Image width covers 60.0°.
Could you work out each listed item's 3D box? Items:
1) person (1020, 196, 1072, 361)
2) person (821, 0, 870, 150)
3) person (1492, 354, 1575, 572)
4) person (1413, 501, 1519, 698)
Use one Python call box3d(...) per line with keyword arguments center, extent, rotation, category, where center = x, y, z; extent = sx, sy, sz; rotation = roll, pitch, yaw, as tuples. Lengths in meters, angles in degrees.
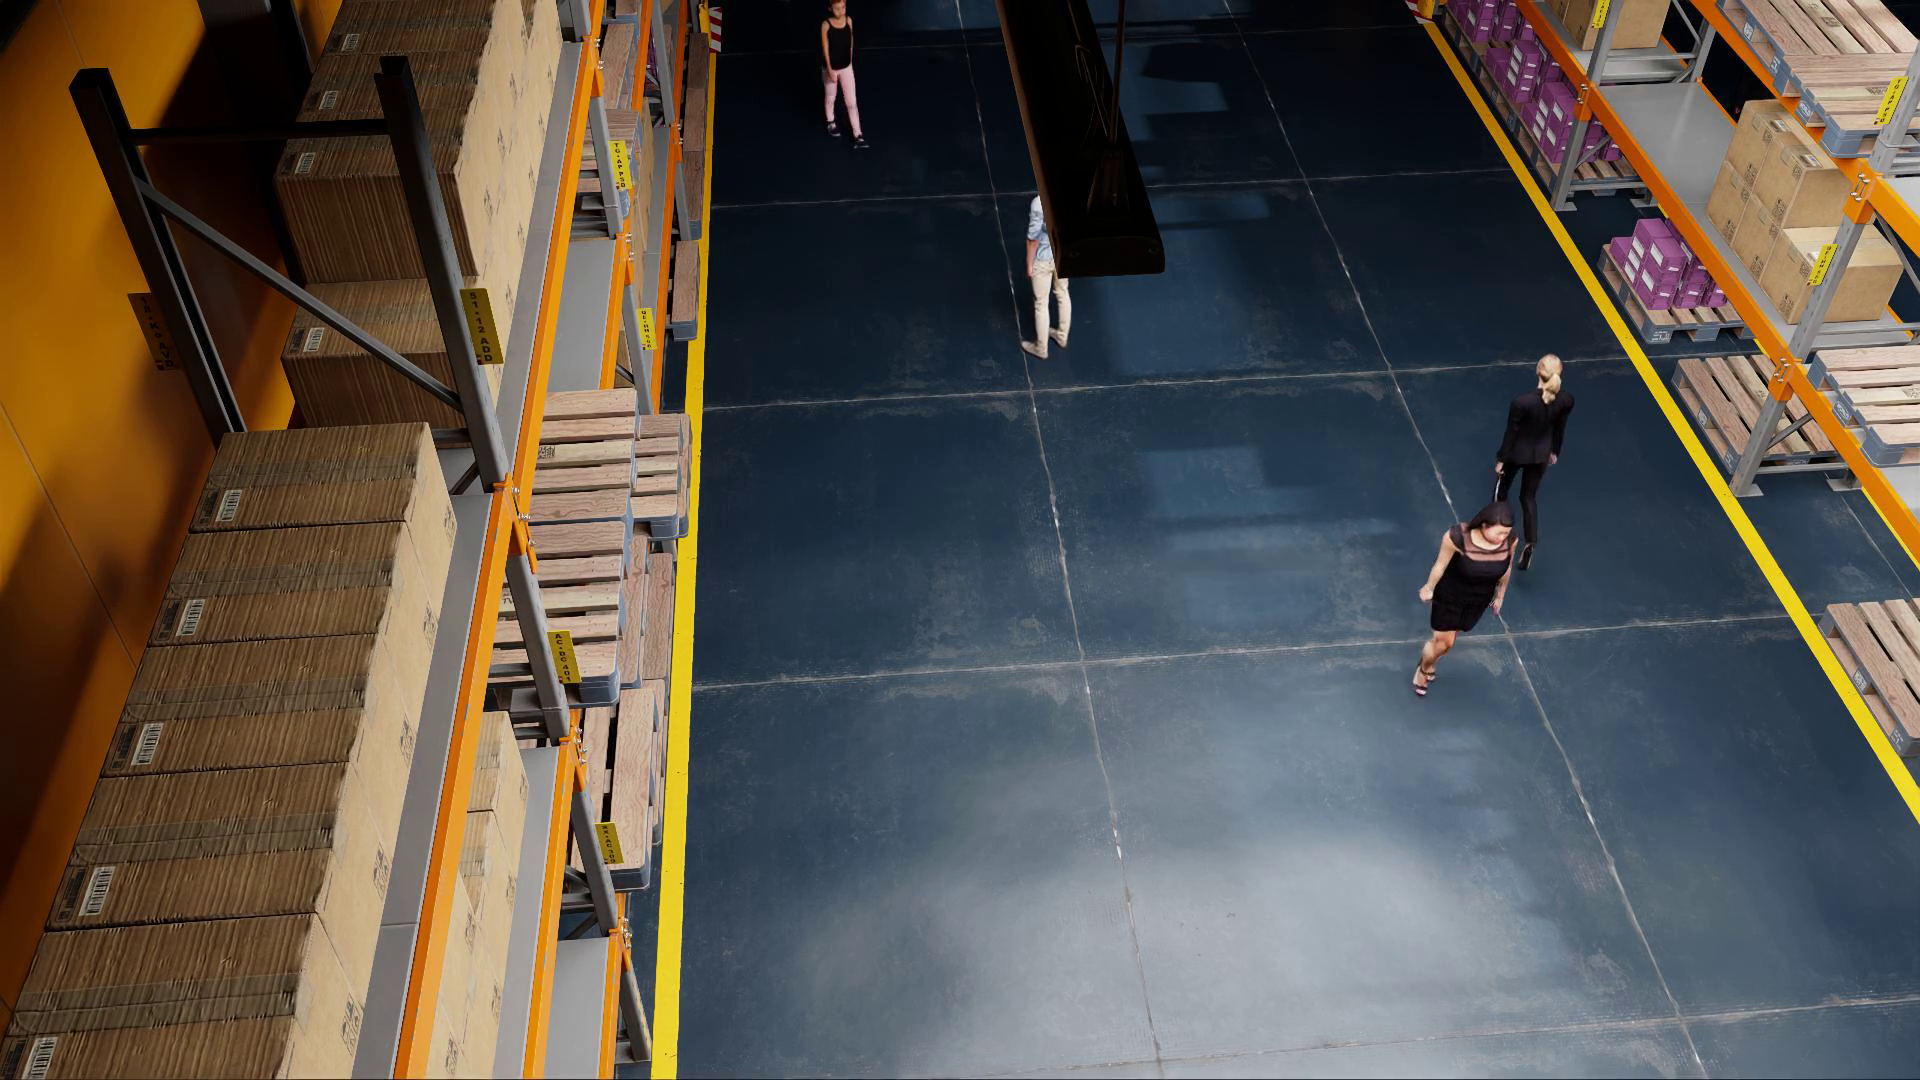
box3d(center=(0.737, -2.293, 13.379), extent=(0.725, 1.848, 0.746), rotation=(-29, 51, -27), category="person")
box3d(center=(-1.214, -4.537, 15.975), extent=(0.749, 1.516, 1.058), rotation=(-19, 47, -18), category="person")
box3d(center=(3.983, -0.509, 11.628), extent=(0.640, 1.680, 1.003), rotation=(-2, 44, -2), category="person")
box3d(center=(3.218, 0.304, 10.767), extent=(0.671, 1.690, 0.619), rotation=(-2, 44, -2), category="person")
